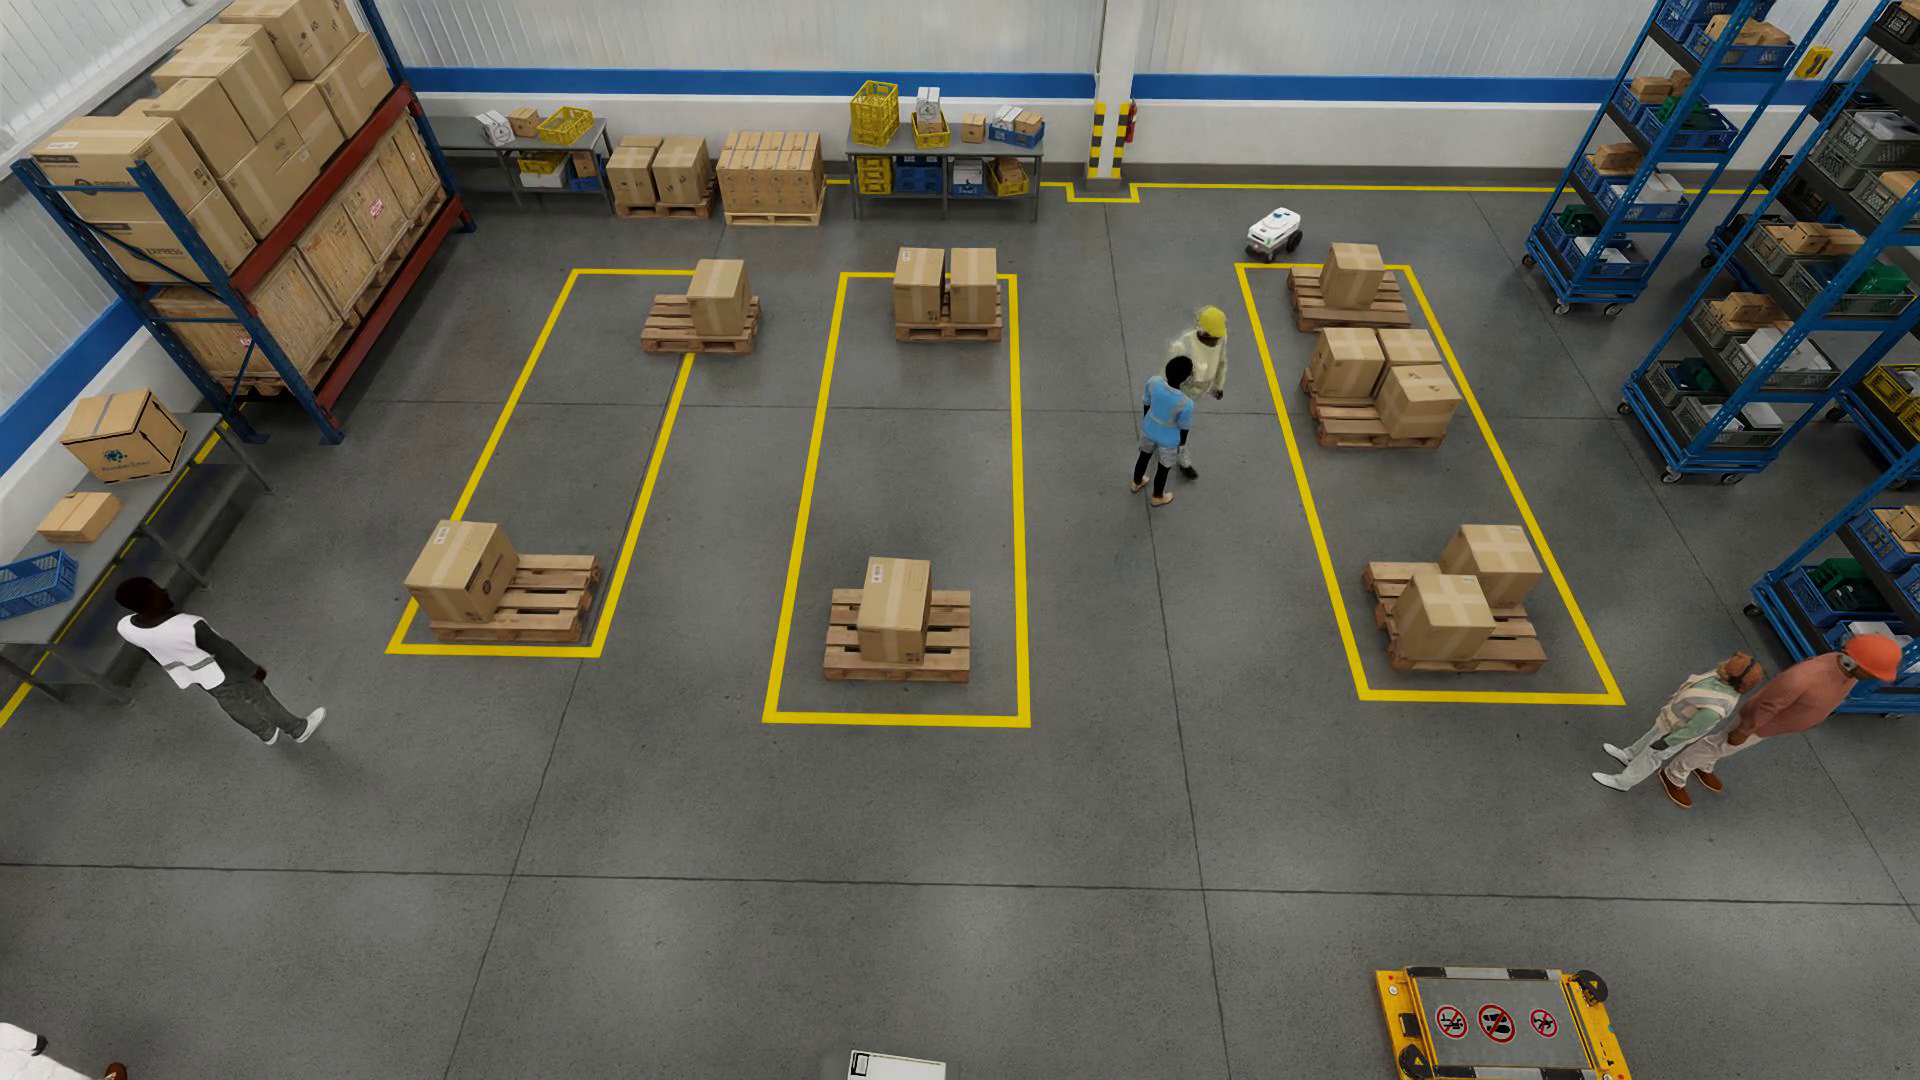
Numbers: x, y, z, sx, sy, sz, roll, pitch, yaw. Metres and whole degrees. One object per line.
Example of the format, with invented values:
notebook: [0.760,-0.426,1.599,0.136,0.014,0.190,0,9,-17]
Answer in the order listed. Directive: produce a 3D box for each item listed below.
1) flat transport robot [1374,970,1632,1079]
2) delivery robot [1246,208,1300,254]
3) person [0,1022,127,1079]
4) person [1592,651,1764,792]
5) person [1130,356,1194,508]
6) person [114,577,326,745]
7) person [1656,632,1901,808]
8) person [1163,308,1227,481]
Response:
flat transport robot: [3.501,3.133,5.914,1.431,0.197,0.652,1,51,1]
delivery robot: [3.890,-3.857,11.372,0.707,0.478,0.477,-36,60,-26]
person: [-5.472,2.933,5.039,0.644,1.900,0.396,-34,58,-24]
person: [5.109,1.305,6.525,0.310,1.642,0.514,34,58,24]
person: [1.856,-0.981,8.354,0.317,1.696,0.538,-33,58,-24]
person: [-5.414,0.936,6.652,0.590,1.916,0.398,1,51,1]
person: [5.635,1.240,6.353,0.608,1.996,0.376,-16,53,-13]
person: [2.252,-1.382,8.611,0.610,1.797,0.817,-24,55,-19]
